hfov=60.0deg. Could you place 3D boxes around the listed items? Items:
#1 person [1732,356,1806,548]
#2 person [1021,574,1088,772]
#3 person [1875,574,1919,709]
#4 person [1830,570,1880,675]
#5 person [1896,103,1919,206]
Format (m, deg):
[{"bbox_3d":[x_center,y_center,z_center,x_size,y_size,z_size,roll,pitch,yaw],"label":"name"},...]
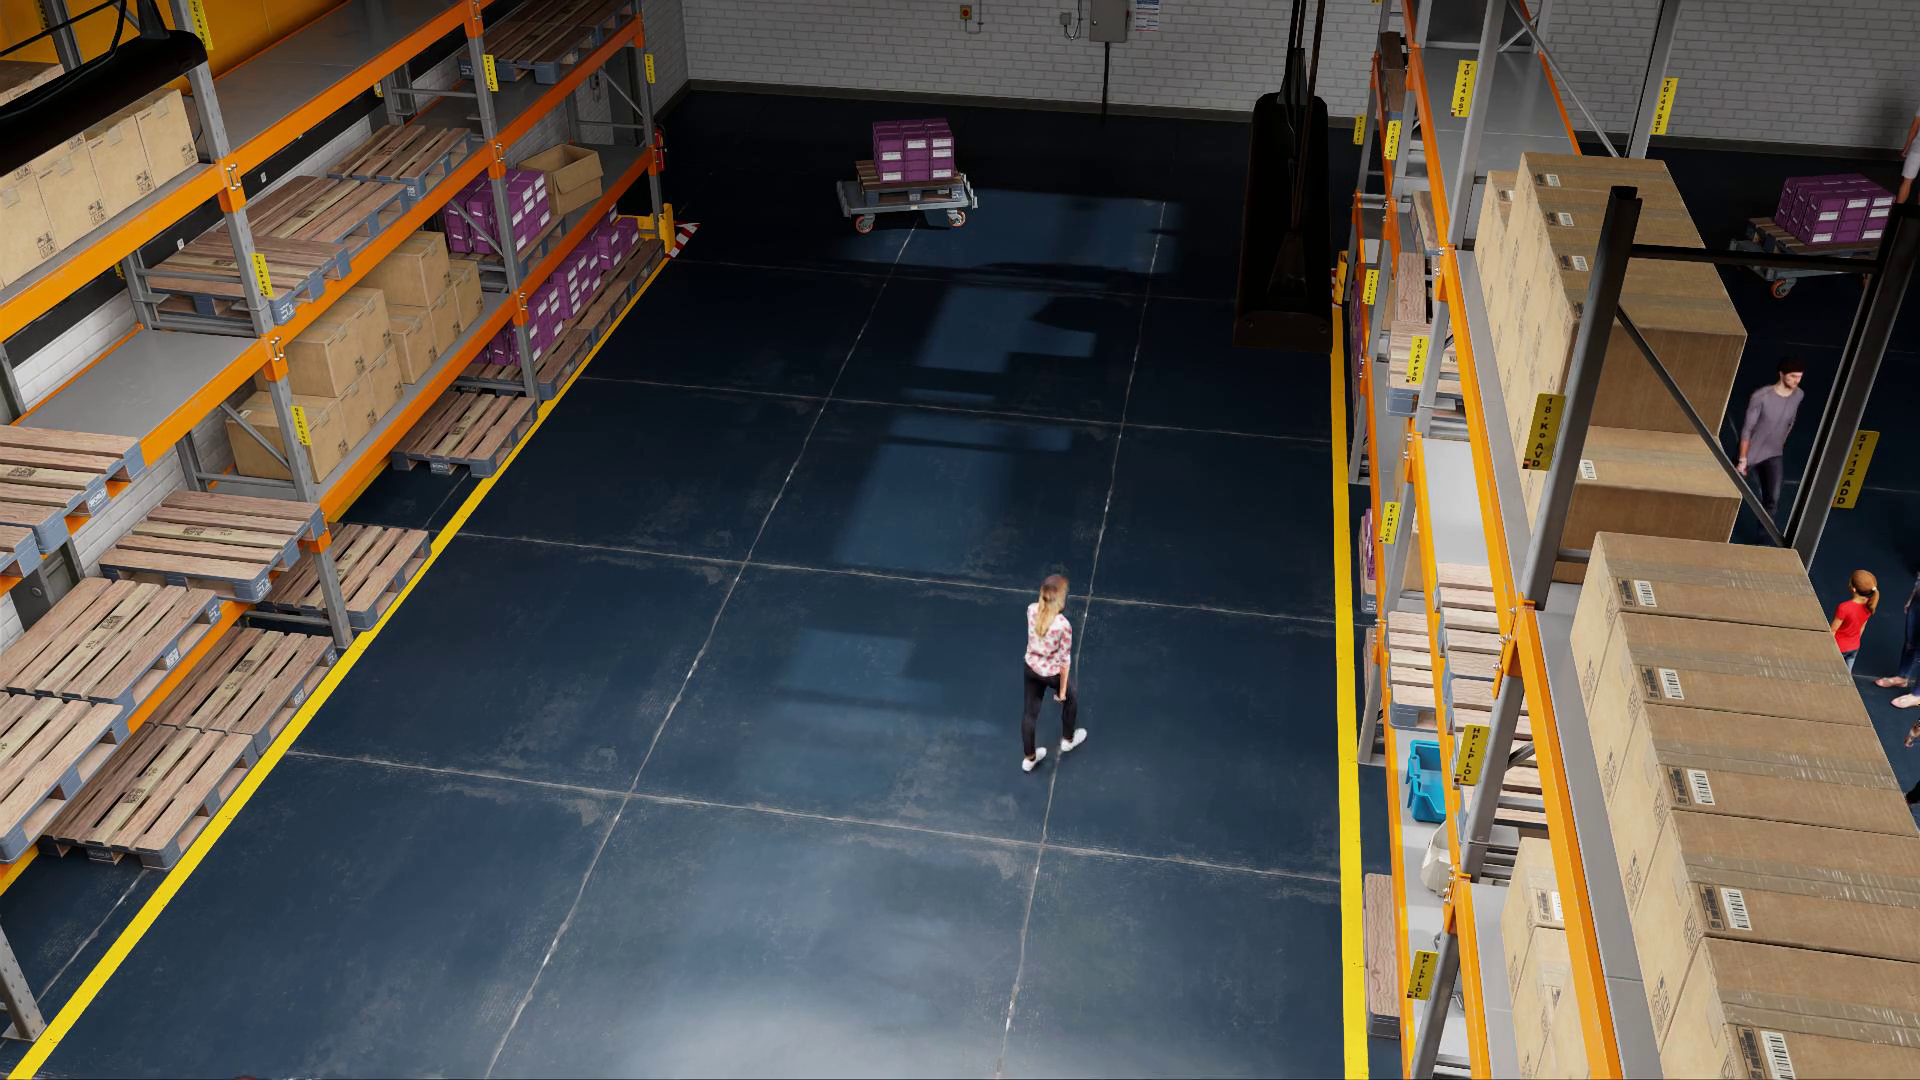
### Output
[{"bbox_3d":[6.804,-0.795,14.289,0.876,1.824,1.051,-3,34,-5],"label":"person"},{"bbox_3d":[0.565,0.981,11.811,0.770,1.608,0.914,22,39,29],"label":"person"},{"bbox_3d":[7.307,0.534,12.481,0.695,1.611,0.522,-2,34,-3],"label":"person"},{"bbox_3d":[6.571,0.796,12.361,0.541,1.308,0.575,-10,35,-15],"label":"person"},{"bbox_3d":[11.778,-4.777,20.251,0.667,1.856,0.552,6,34,9],"label":"person"}]
